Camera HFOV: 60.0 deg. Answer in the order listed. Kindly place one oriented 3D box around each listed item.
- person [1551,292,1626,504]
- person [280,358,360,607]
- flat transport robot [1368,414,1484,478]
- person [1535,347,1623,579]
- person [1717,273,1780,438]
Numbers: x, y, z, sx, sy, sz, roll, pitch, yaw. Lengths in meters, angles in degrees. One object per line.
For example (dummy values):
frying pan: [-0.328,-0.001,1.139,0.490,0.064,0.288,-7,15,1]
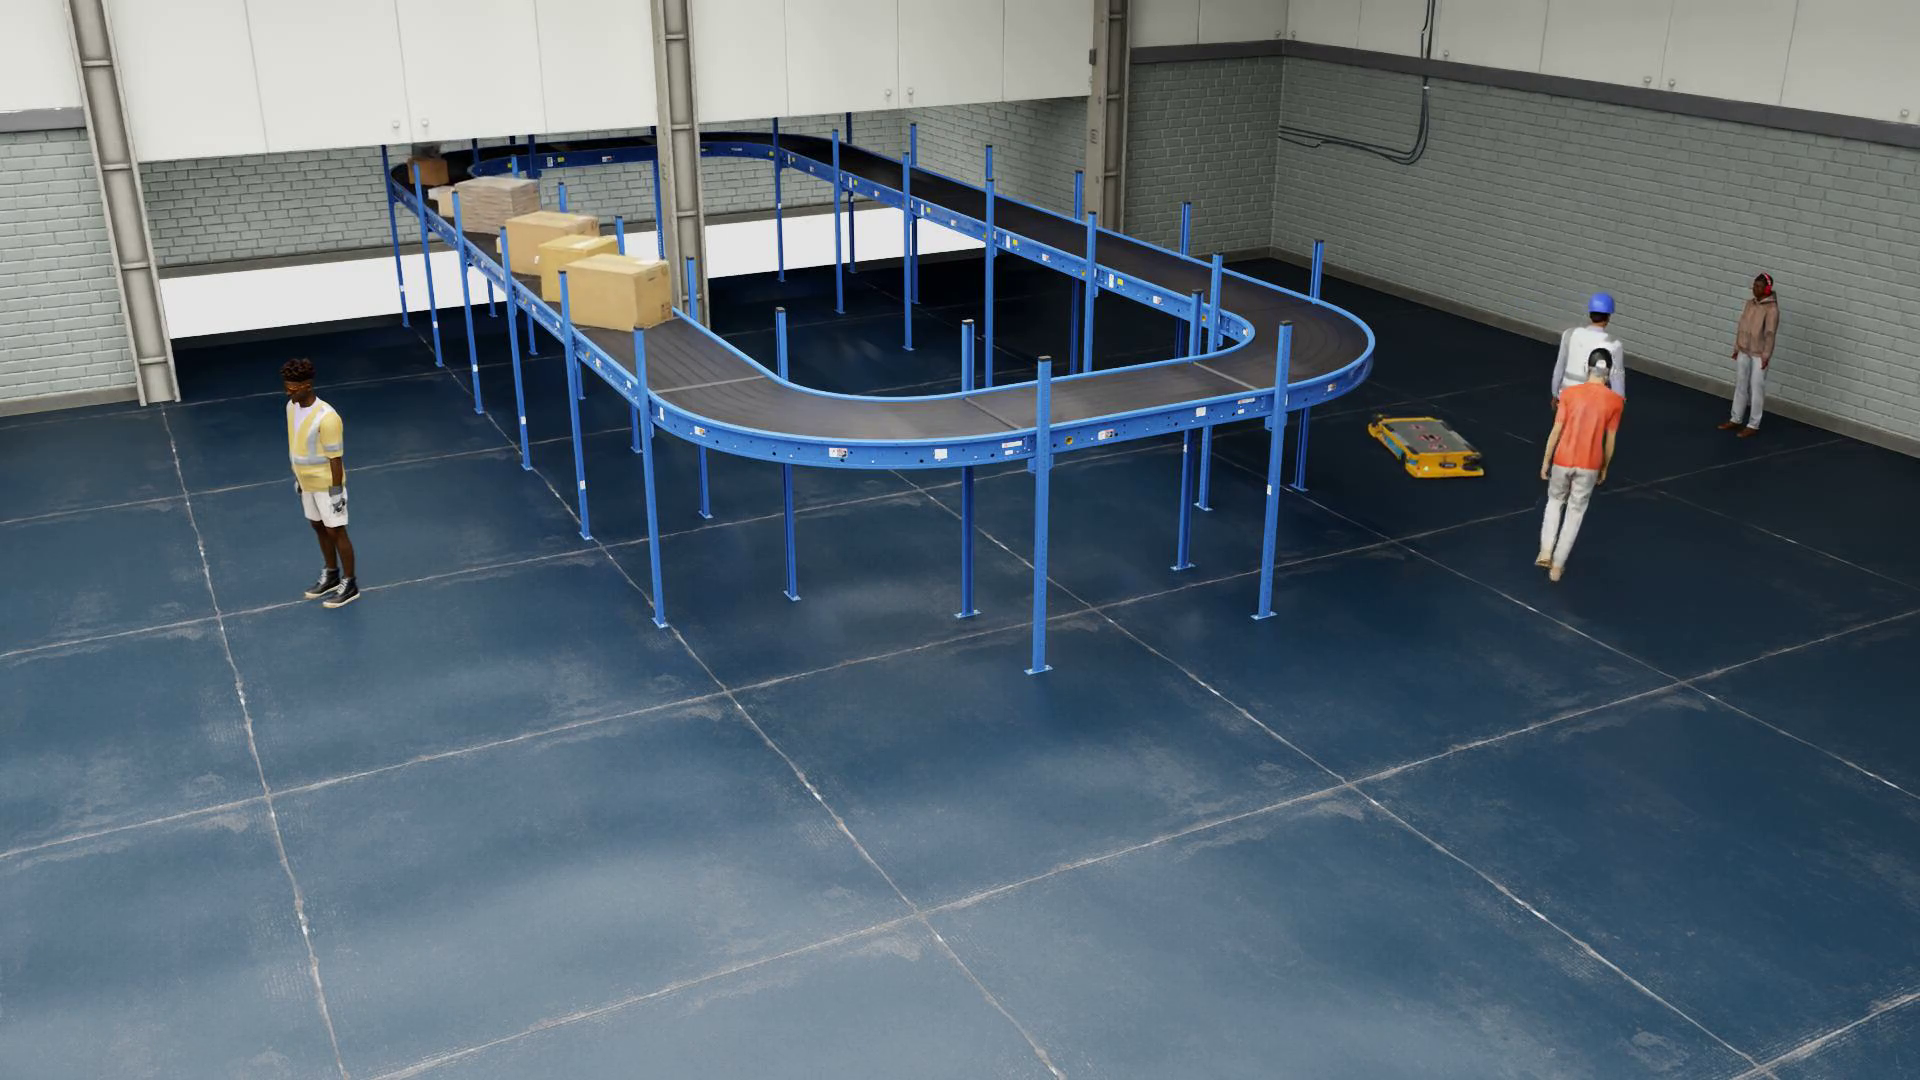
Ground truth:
person: [5.543,-1.225,14.701,0.495,1.919,0.632,-7,23,-17]
person: [-4.910,-0.452,12.746,0.601,1.958,0.372,17,28,37]
flat transport robot: [4.510,-0.919,16.148,0.659,0.231,1.431,-2,22,-4]
person: [4.922,-0.607,13.230,0.524,1.875,0.517,9,24,22]
person: [7.938,-1.853,16.620,0.326,1.647,0.472,-6,23,-15]
